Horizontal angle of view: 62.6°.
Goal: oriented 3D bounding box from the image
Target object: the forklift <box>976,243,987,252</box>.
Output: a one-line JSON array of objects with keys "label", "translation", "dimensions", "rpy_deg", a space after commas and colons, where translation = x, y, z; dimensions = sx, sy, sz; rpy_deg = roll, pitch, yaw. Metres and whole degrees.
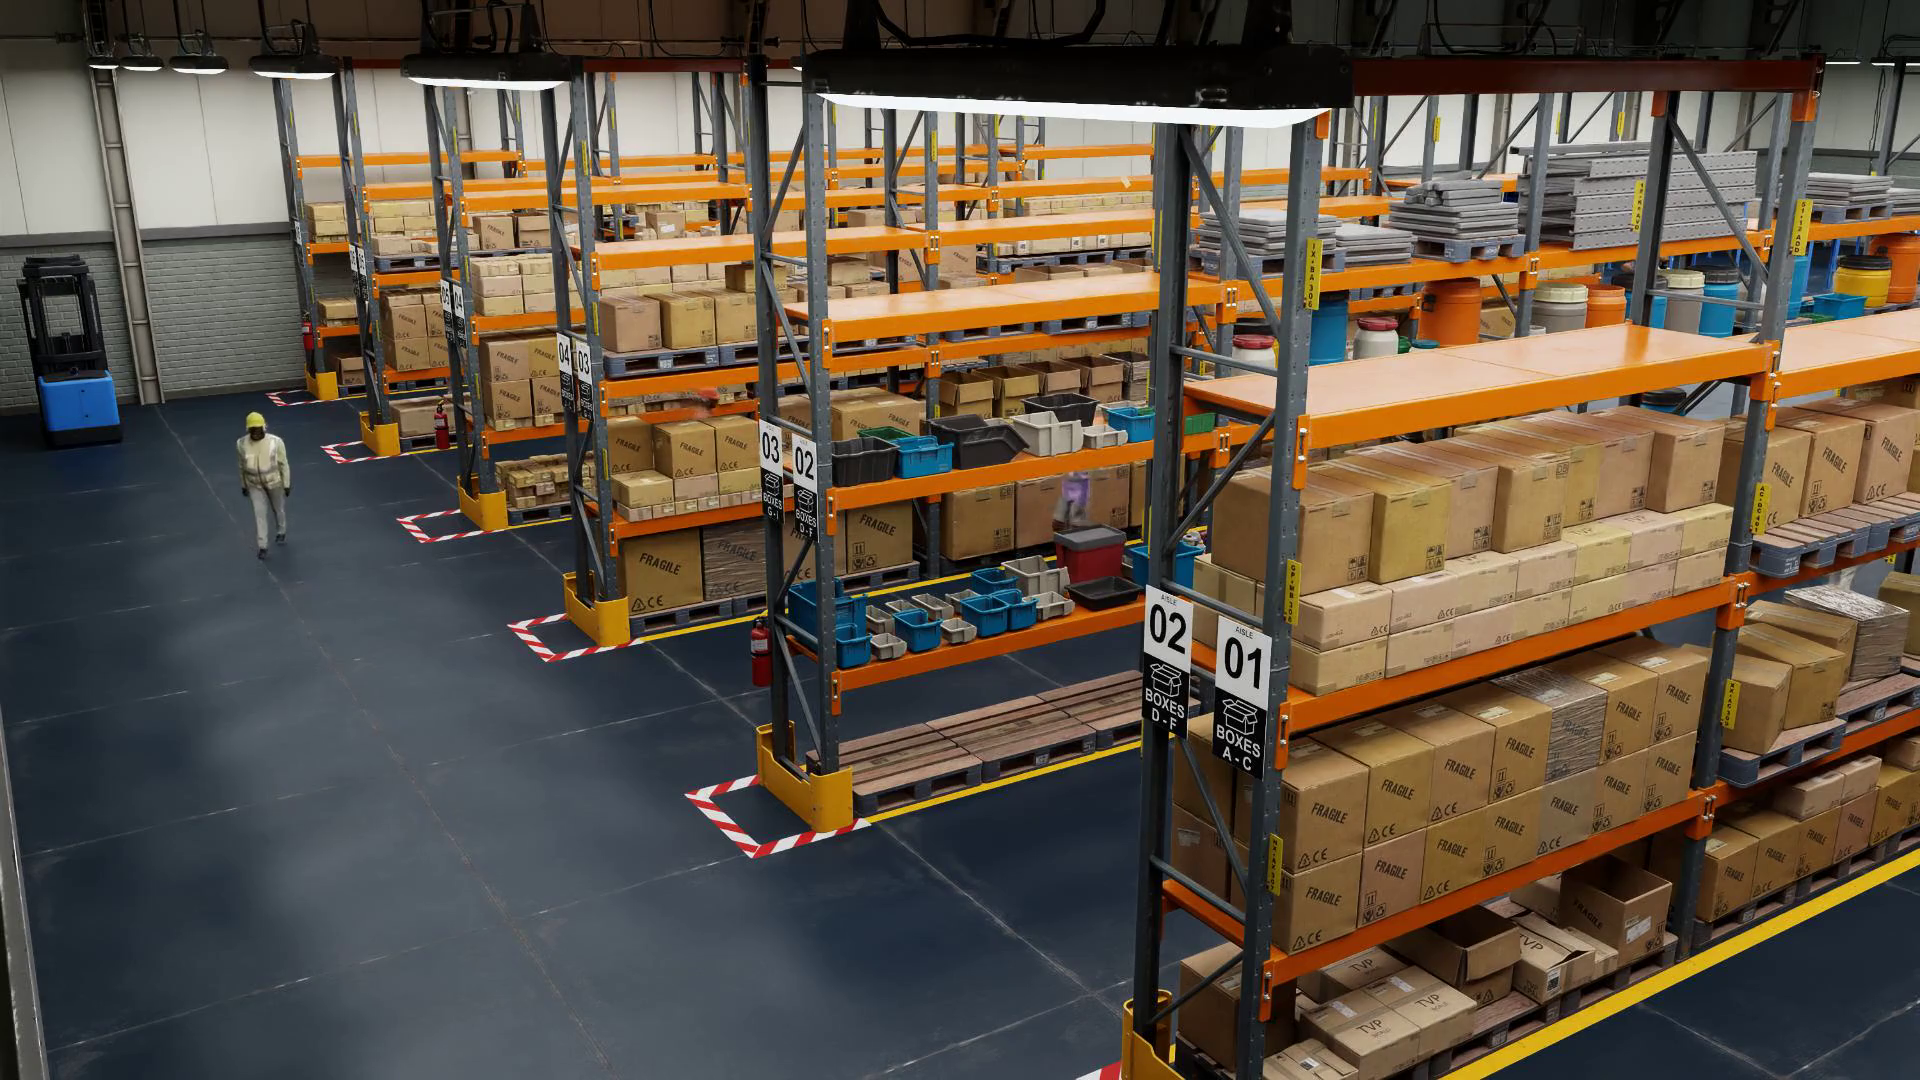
[{"label": "forklift", "translation": [0.988, -5.474, 34.718], "dimensions": [1.214, 2.155, 2.313], "rpy_deg": [-10, 20, -31]}]

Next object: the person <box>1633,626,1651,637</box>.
[{"label": "person", "translation": [6.256, 0.867, 14.825], "dimensions": [0.576, 1.615, 0.519], "rpy_deg": [-6, 18, -18]}]

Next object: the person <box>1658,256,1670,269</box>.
[{"label": "person", "translation": [15.421, -5.341, 34.805], "dimensions": [0.621, 1.845, 0.429], "rpy_deg": [-5, 18, -15]}]

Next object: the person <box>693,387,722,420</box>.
[{"label": "person", "translation": [-3.213, -1.083, 20.661], "dimensions": [1.010, 1.941, 0.632], "rpy_deg": [-3, 17, -11]}]

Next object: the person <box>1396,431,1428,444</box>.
[{"label": "person", "translation": [5.154, -0.379, 18.272], "dimensions": [0.678, 2.000, 0.536], "rpy_deg": [14, 22, 39]}]

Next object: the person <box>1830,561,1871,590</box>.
[{"label": "person", "translation": [9.801, 0.089, 17.430], "dimensions": [0.522, 1.589, 0.862], "rpy_deg": [13, 22, 37]}]

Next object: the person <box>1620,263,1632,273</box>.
[{"label": "person", "translation": [14.142, -4.972, 33.614], "dimensions": [0.589, 1.834, 0.987], "rpy_deg": [12, 21, 34]}]

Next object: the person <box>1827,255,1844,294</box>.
[{"label": "person", "translation": [20.469, -5.863, 36.935], "dimensions": [0.855, 1.595, 0.516], "rpy_deg": [8, 19, 26]}]

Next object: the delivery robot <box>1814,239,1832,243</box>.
[{"label": "delivery robot", "translation": [28.589, -10.070, 52.396], "dimensions": [0.477, 0.478, 0.707], "rpy_deg": [-11, 20, -31]}]

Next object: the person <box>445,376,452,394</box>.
[{"label": "person", "translation": [-9.100, -3.300, 27.853], "dimensions": [0.379, 1.996, 0.609], "rpy_deg": [-7, 18, -22]}]

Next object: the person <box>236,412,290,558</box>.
[{"label": "person", "translation": [-8.722, -0.735, 19.806], "dimensions": [0.607, 1.788, 0.915], "rpy_deg": [-4, 17, -13]}]

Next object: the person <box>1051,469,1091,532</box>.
[{"label": "person", "translation": [1.333, -0.527, 18.710], "dimensions": [0.421, 2.022, 0.610], "rpy_deg": [-11, 20, -31]}]

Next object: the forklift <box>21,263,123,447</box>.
[{"label": "forklift", "translation": [-14.518, -3.079, 25.708], "dimensions": [1.129, 2.768, 1.873], "rpy_deg": [-10, 20, -31]}]
